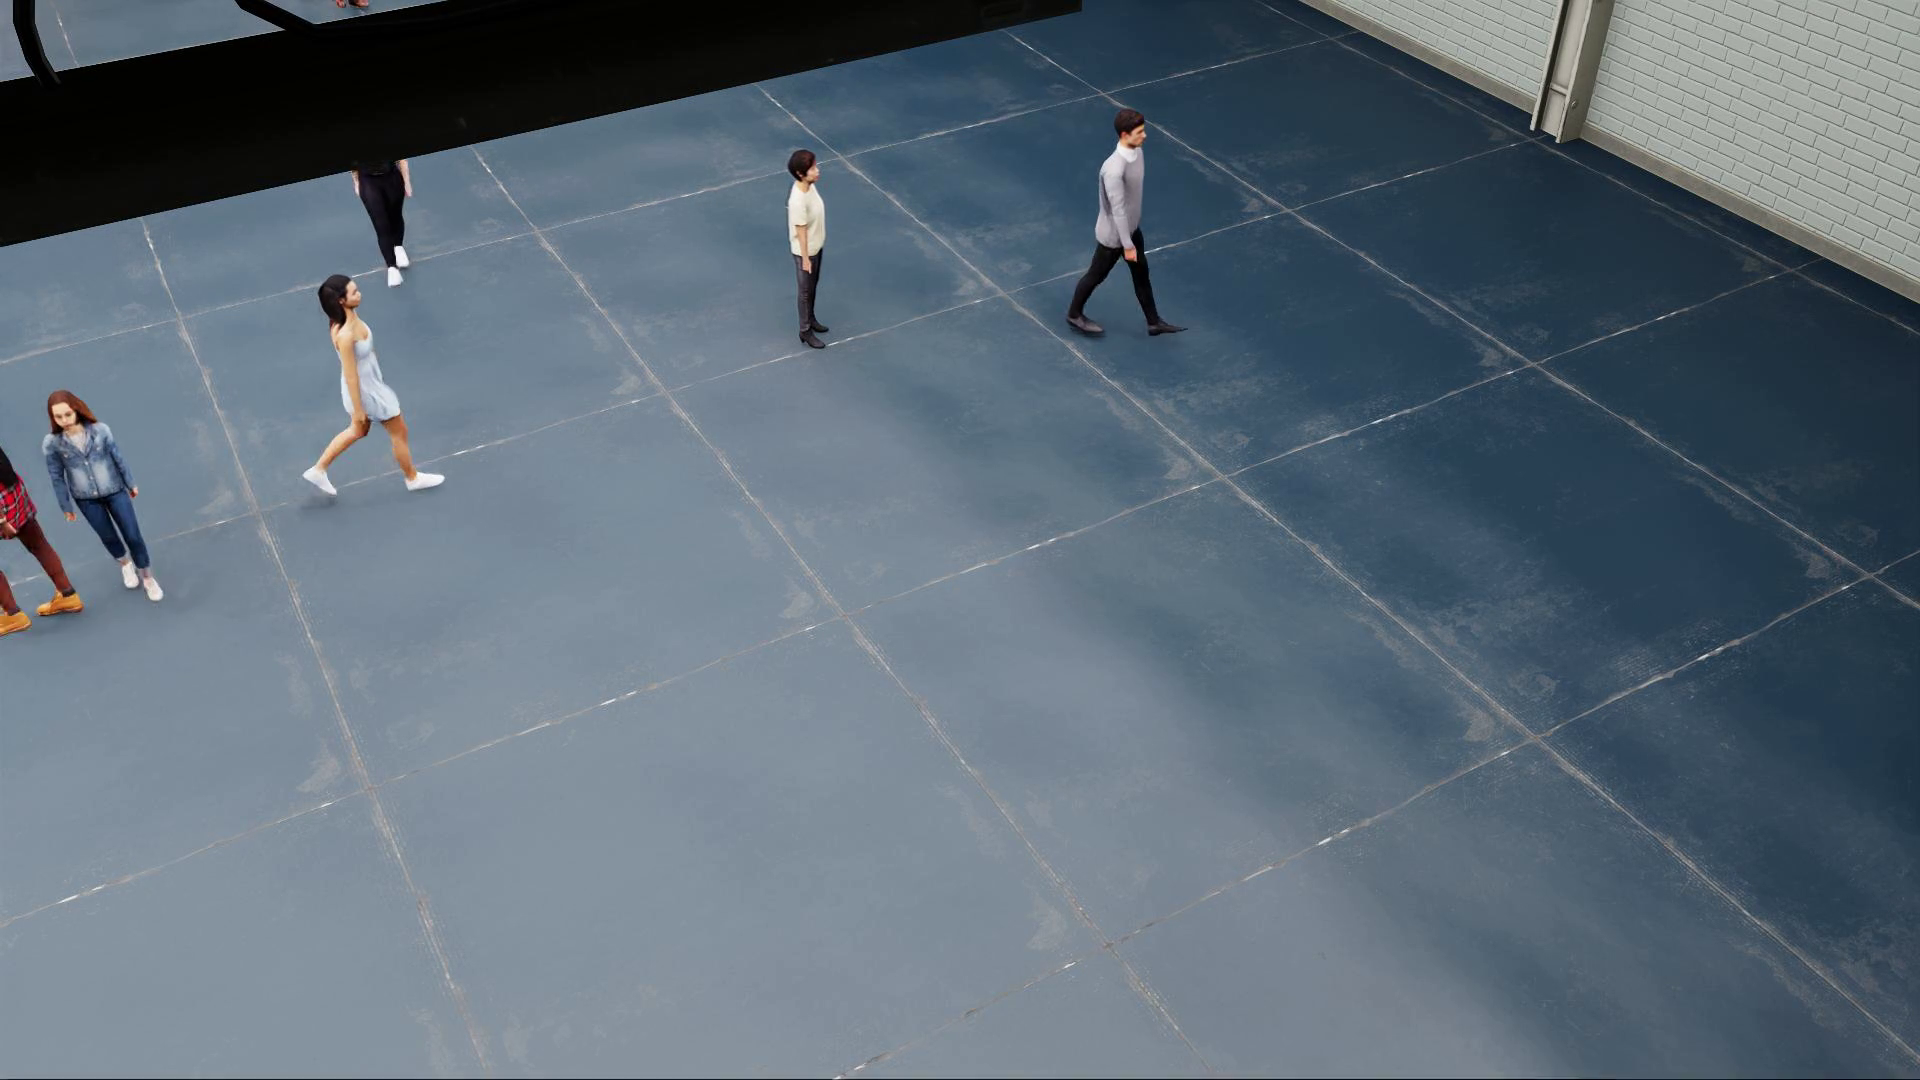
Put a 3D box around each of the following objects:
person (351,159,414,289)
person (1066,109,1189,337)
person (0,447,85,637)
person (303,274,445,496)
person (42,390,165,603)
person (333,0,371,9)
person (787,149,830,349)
[{"bbox_3d":[-4.751,-2.961,13.661,0.730,1.611,1.010,-12,39,-14],"label":"person"},{"bbox_3d":[1.119,-2.373,12.699,1.344,1.870,1.163,18,41,21],"label":"person"},{"bbox_3d":[-5.701,-0.202,10.057,0.756,1.705,0.788,-10,39,-13],"label":"person"},{"bbox_3d":[-4.051,-0.980,11.054,0.785,1.703,1.102,-12,40,-15],"label":"person"},{"bbox_3d":[-5.403,-0.330,10.416,0.599,1.465,0.734,-19,42,-22],"label":"person"},{"bbox_3d":[-6.980,-6.786,18.444,0.862,1.742,0.810,16,41,19],"label":"person"},{"bbox_3d":[-1.166,-2.245,12.764,0.714,1.588,0.609,3,38,4],"label":"person"}]
